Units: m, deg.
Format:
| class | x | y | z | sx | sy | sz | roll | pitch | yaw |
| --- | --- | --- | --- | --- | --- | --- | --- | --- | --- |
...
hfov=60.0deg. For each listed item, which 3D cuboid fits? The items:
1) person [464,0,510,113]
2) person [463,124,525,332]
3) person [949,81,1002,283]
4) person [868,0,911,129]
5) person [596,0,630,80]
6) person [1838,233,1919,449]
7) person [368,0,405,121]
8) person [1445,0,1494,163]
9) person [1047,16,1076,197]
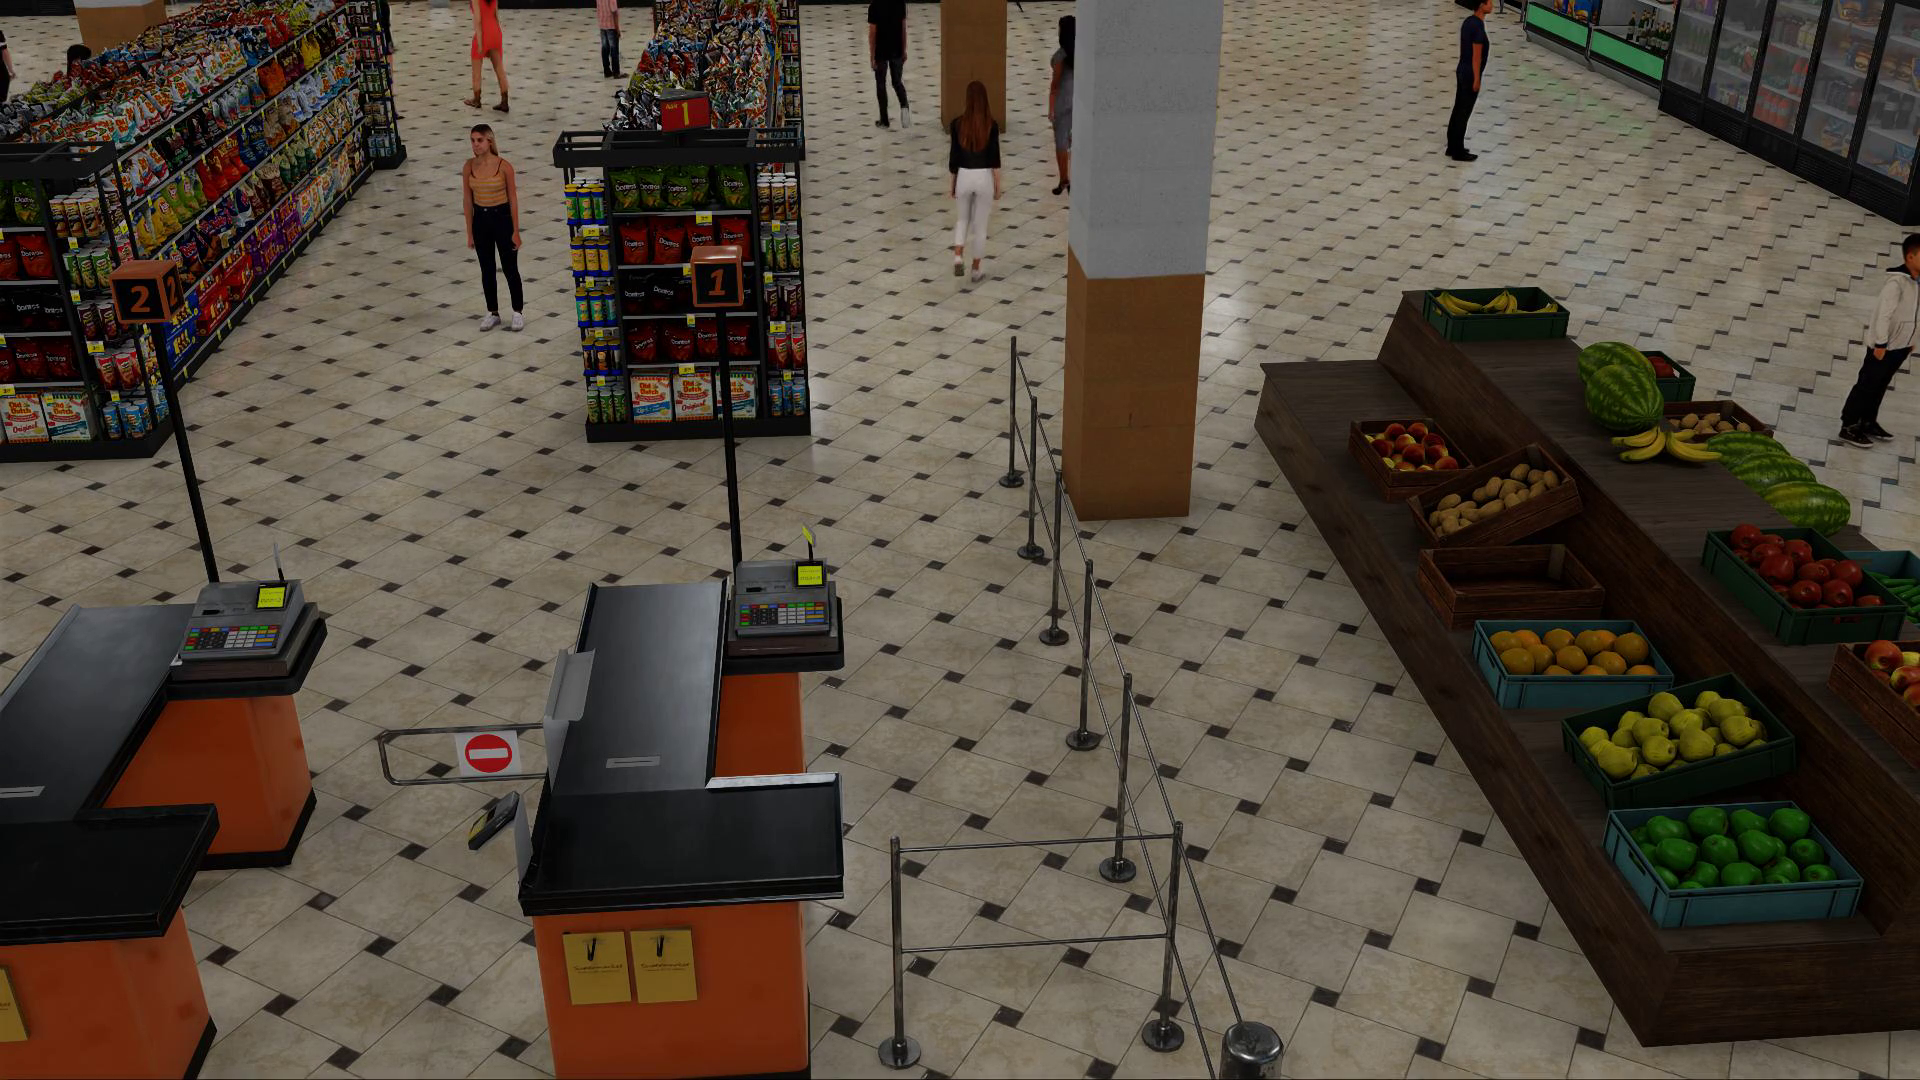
| class | x | y | z | sx | sy | sz | roll | pitch | yaw |
| --- | --- | --- | --- | --- | --- | --- | --- | --- | --- |
| person | -5.599 | -5.984 | 19.963 | 0.983 | 1.693 | 0.964 | 16 | 31 | 28 |
| person | -3.657 | -2.453 | 13.074 | 0.602 | 1.627 | 0.542 | 2 | 27 | 3 |
| person | 0.113 | -2.988 | 14.062 | 0.709 | 1.687 | 0.808 | 6 | 28 | 12 |
| person | -0.785 | -5.606 | 19.082 | 0.827 | 1.816 | 1.009 | -12 | 29 | -21 |
| person | -4.638 | -6.768 | 21.935 | 0.577 | 1.307 | 0.633 | 20 | 33 | 33 |
| person | 6.180 | -1.339 | 11.069 | 0.643 | 1.452 | 0.640 | -16 | 31 | -29 |
| person | -6.852 | -5.856 | 19.697 | 0.723 | 1.705 | 0.640 | -22 | 34 | -36 |
| person | 5.492 | -5.028 | 17.966 | 0.723 | 1.793 | 0.491 | 0 | 27 | 1 |
| person | 1.134 | -4.271 | 16.504 | 0.869 | 1.767 | 0.803 | 24 | 35 | 38 |
